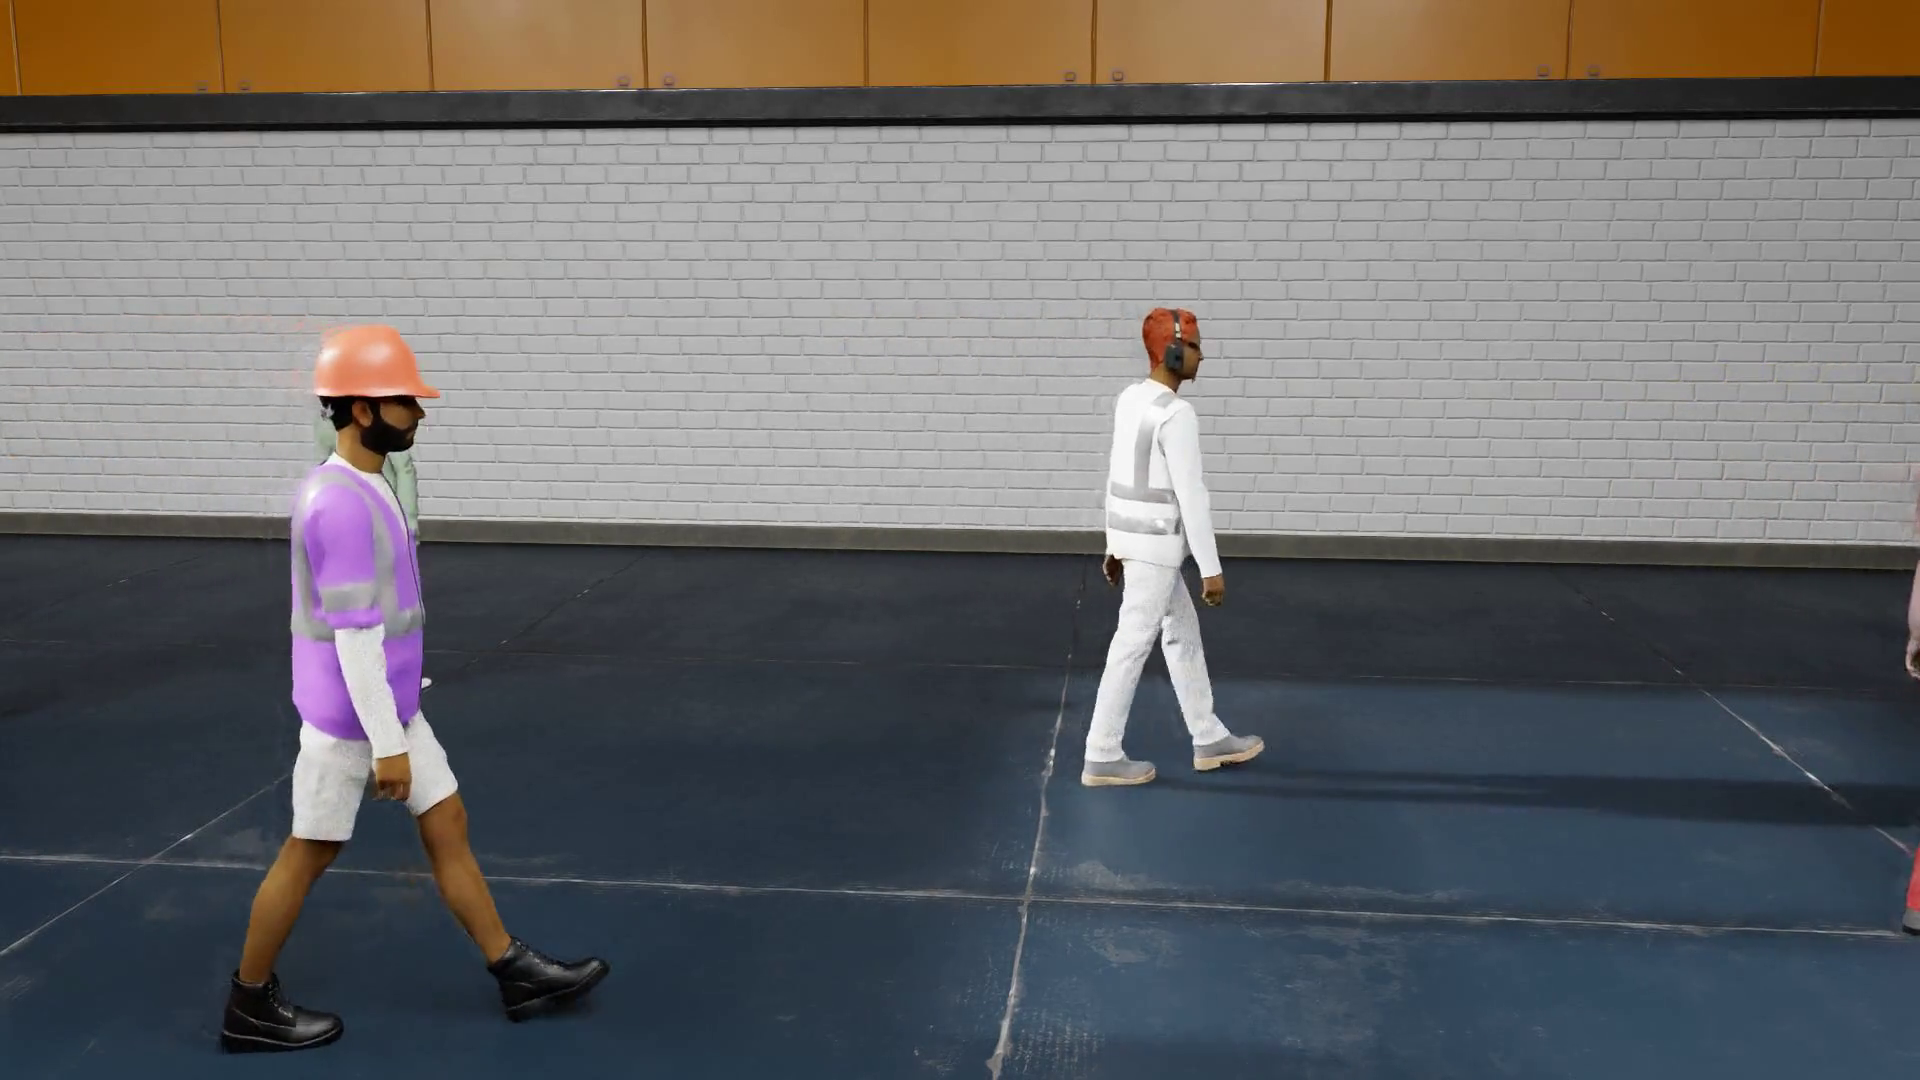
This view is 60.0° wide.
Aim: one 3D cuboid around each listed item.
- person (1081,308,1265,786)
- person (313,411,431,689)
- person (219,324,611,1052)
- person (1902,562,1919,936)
[{"bbox_3d":[0.876,0.043,6.414,0.903,1.842,0.596,-2,10,-13],"label":"person"},{"bbox_3d":[-2.752,-0.086,7.770,0.507,1.630,0.268,2,10,13],"label":"person"},{"bbox_3d":[-1.472,0.400,4.262,1.013,1.883,0.567,-2,10,-9],"label":"person"},{"bbox_3d":[3.158,0.340,5.006,0.654,1.742,0.548,-2,10,-10],"label":"person"}]
